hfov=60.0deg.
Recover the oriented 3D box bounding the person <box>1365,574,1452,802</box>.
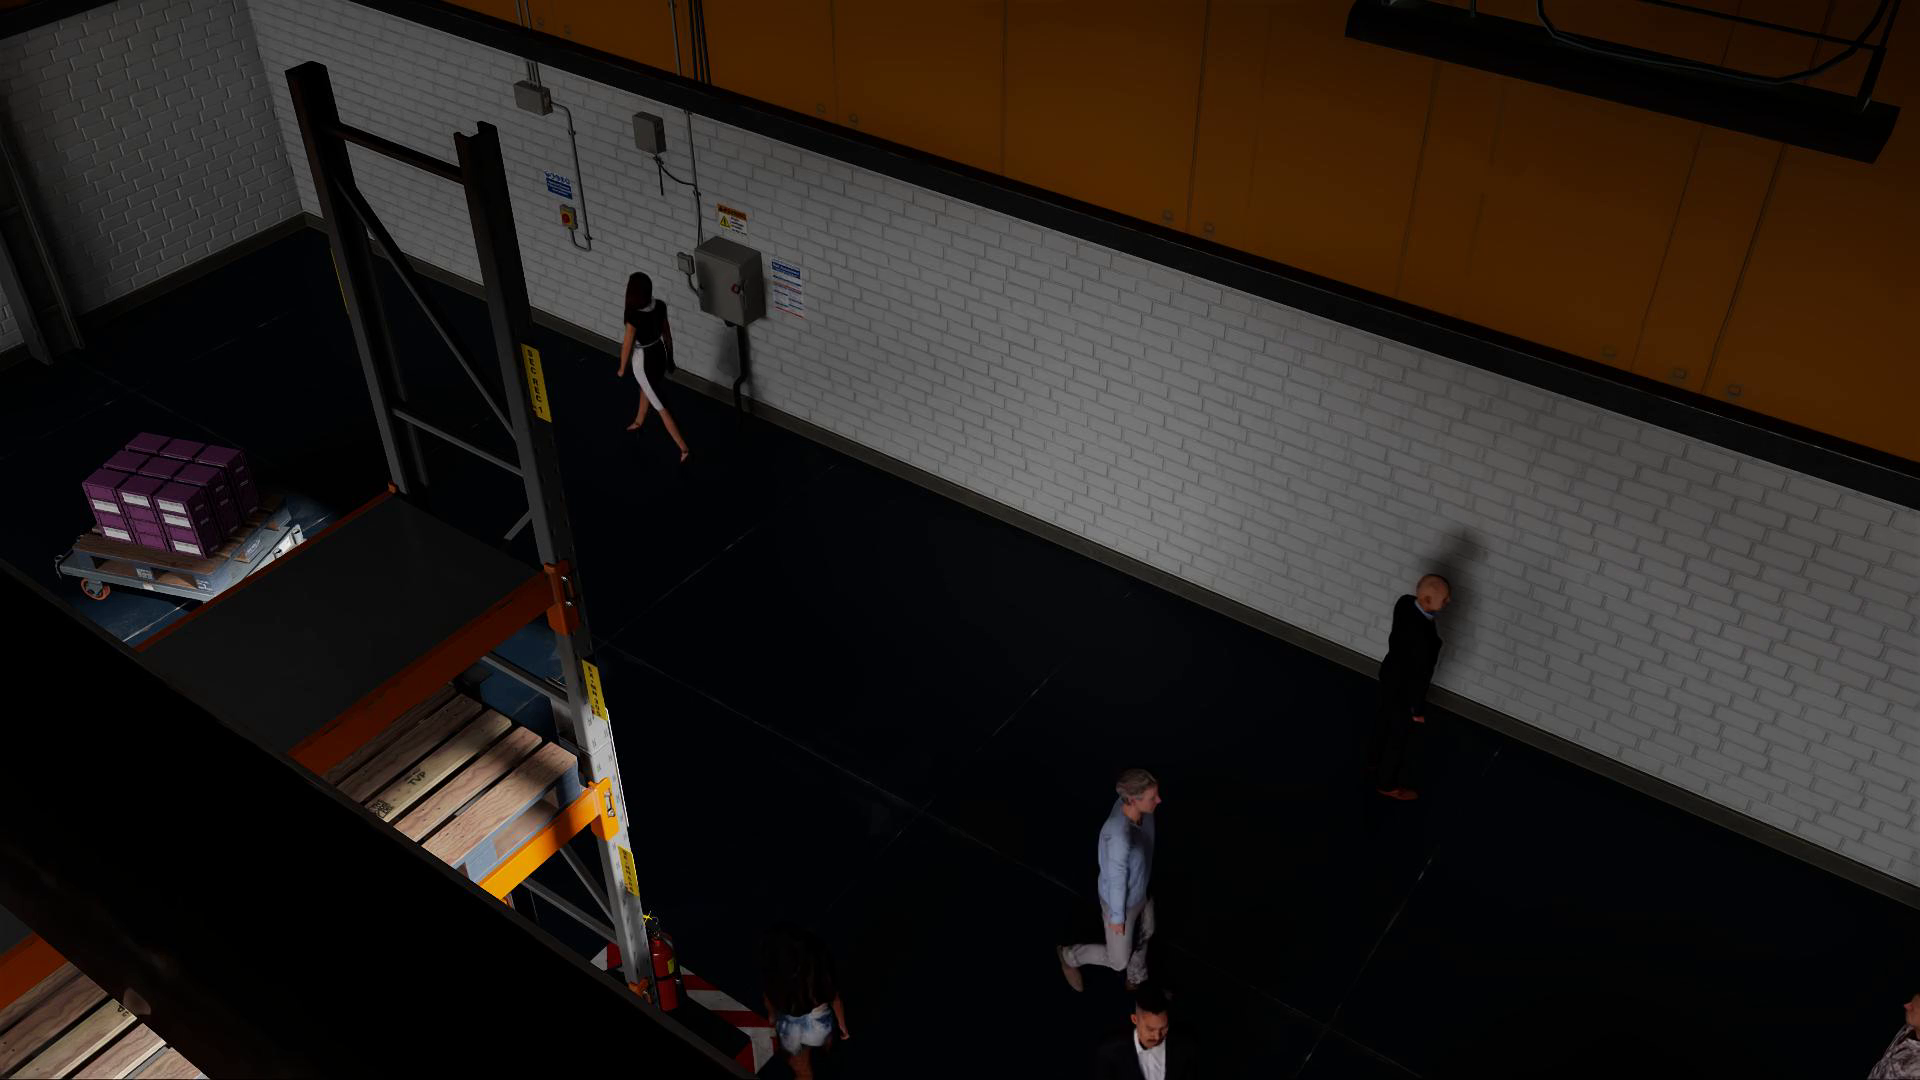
[{"bbox_3d":[2.924,0.942,10.934,0.834,1.797,0.741,-1,39,-1],"label":"person"}]

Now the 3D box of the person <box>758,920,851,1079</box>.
[{"bbox_3d":[-0.823,2.697,8.917,0.980,1.570,1.043,-4,39,-6],"label":"person"}]

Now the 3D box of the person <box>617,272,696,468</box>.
[{"bbox_3d":[-2.512,-1.365,13.858,0.665,1.752,1.057,22,44,25],"label":"person"}]

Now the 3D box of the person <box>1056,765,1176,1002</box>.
[{"bbox_3d":[0.892,2.005,9.538,0.788,1.878,0.904,20,43,23],"label":"person"}]

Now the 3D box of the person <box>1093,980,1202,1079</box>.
[{"bbox_3d":[0.910,2.820,8.468,1.015,1.939,1.079,-6,39,-7],"label":"person"}]
